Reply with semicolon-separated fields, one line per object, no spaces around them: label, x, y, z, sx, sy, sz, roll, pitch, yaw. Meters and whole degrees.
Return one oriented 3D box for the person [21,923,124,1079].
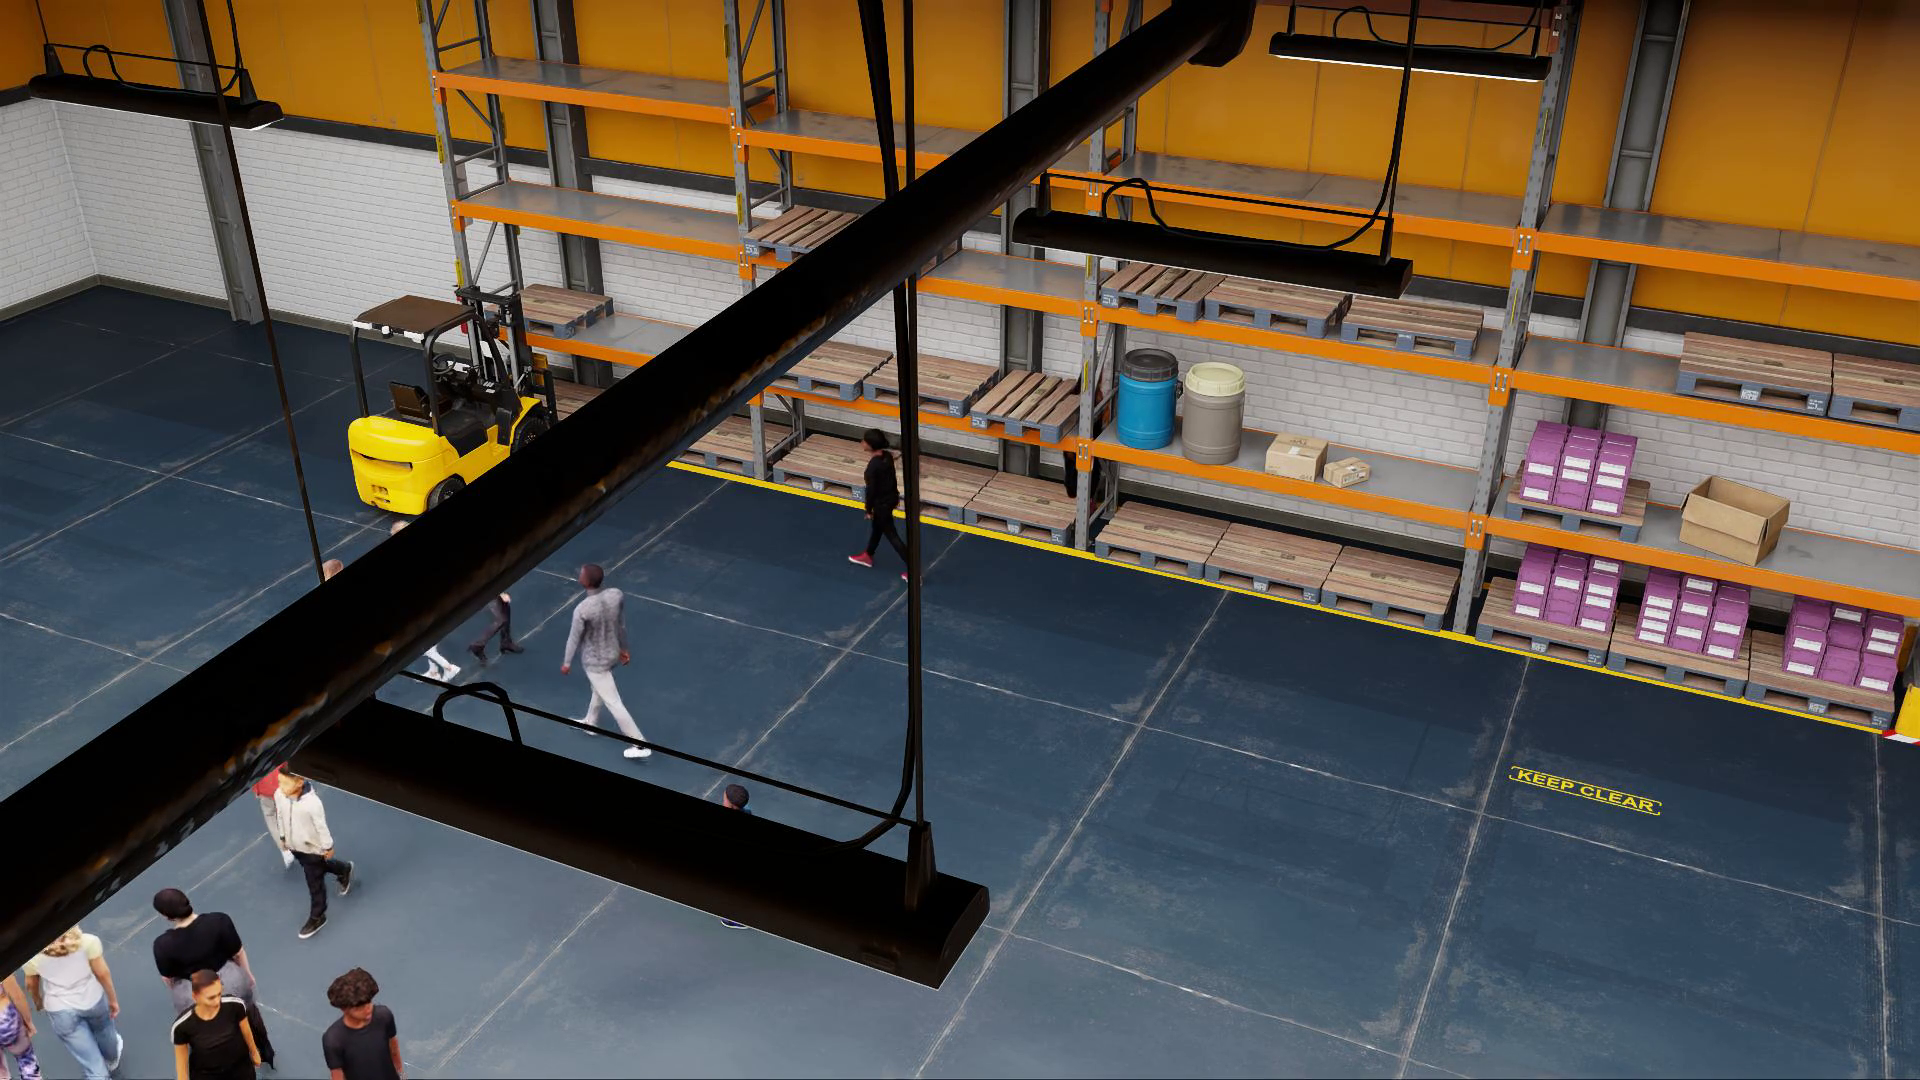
person;-5.638;3.068;10.675;0.995;1.682;1.127;-17;33;-29

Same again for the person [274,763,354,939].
person;-4.841;2.226;12.478;0.840;1.434;0.633;13;31;23

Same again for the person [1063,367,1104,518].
person;1.339;-1.098;18.192;0.781;1.797;0.846;-4;29;-7

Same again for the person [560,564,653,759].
person;-2.989;1.071;14.211;1.192;1.801;0.730;14;32;24

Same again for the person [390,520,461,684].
person;-4.845;0.592;15.209;0.806;1.687;0.684;3;29;5

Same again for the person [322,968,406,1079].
person;-3.640;3.315;10.134;1.009;1.767;0.799;24;36;36

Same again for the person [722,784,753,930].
person;-1.655;2.348;12.440;0.472;1.256;0.501;11;30;19

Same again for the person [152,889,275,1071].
person;-4.817;2.999;10.753;0.810;1.728;0.823;-16;32;-27

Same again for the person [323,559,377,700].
person;-5.365;0.932;14.566;0.585;1.704;0.732;0;29;0

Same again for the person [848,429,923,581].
person;-0.698;-0.339;16.967;1.093;1.638;0.626;15;32;25

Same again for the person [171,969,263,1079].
person;-4.616;3.268;10.377;1.065;1.617;1.171;-11;31;-20

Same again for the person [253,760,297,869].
person;-5.339;1.934;13.049;0.719;1.399;0.827;-17;33;-28
